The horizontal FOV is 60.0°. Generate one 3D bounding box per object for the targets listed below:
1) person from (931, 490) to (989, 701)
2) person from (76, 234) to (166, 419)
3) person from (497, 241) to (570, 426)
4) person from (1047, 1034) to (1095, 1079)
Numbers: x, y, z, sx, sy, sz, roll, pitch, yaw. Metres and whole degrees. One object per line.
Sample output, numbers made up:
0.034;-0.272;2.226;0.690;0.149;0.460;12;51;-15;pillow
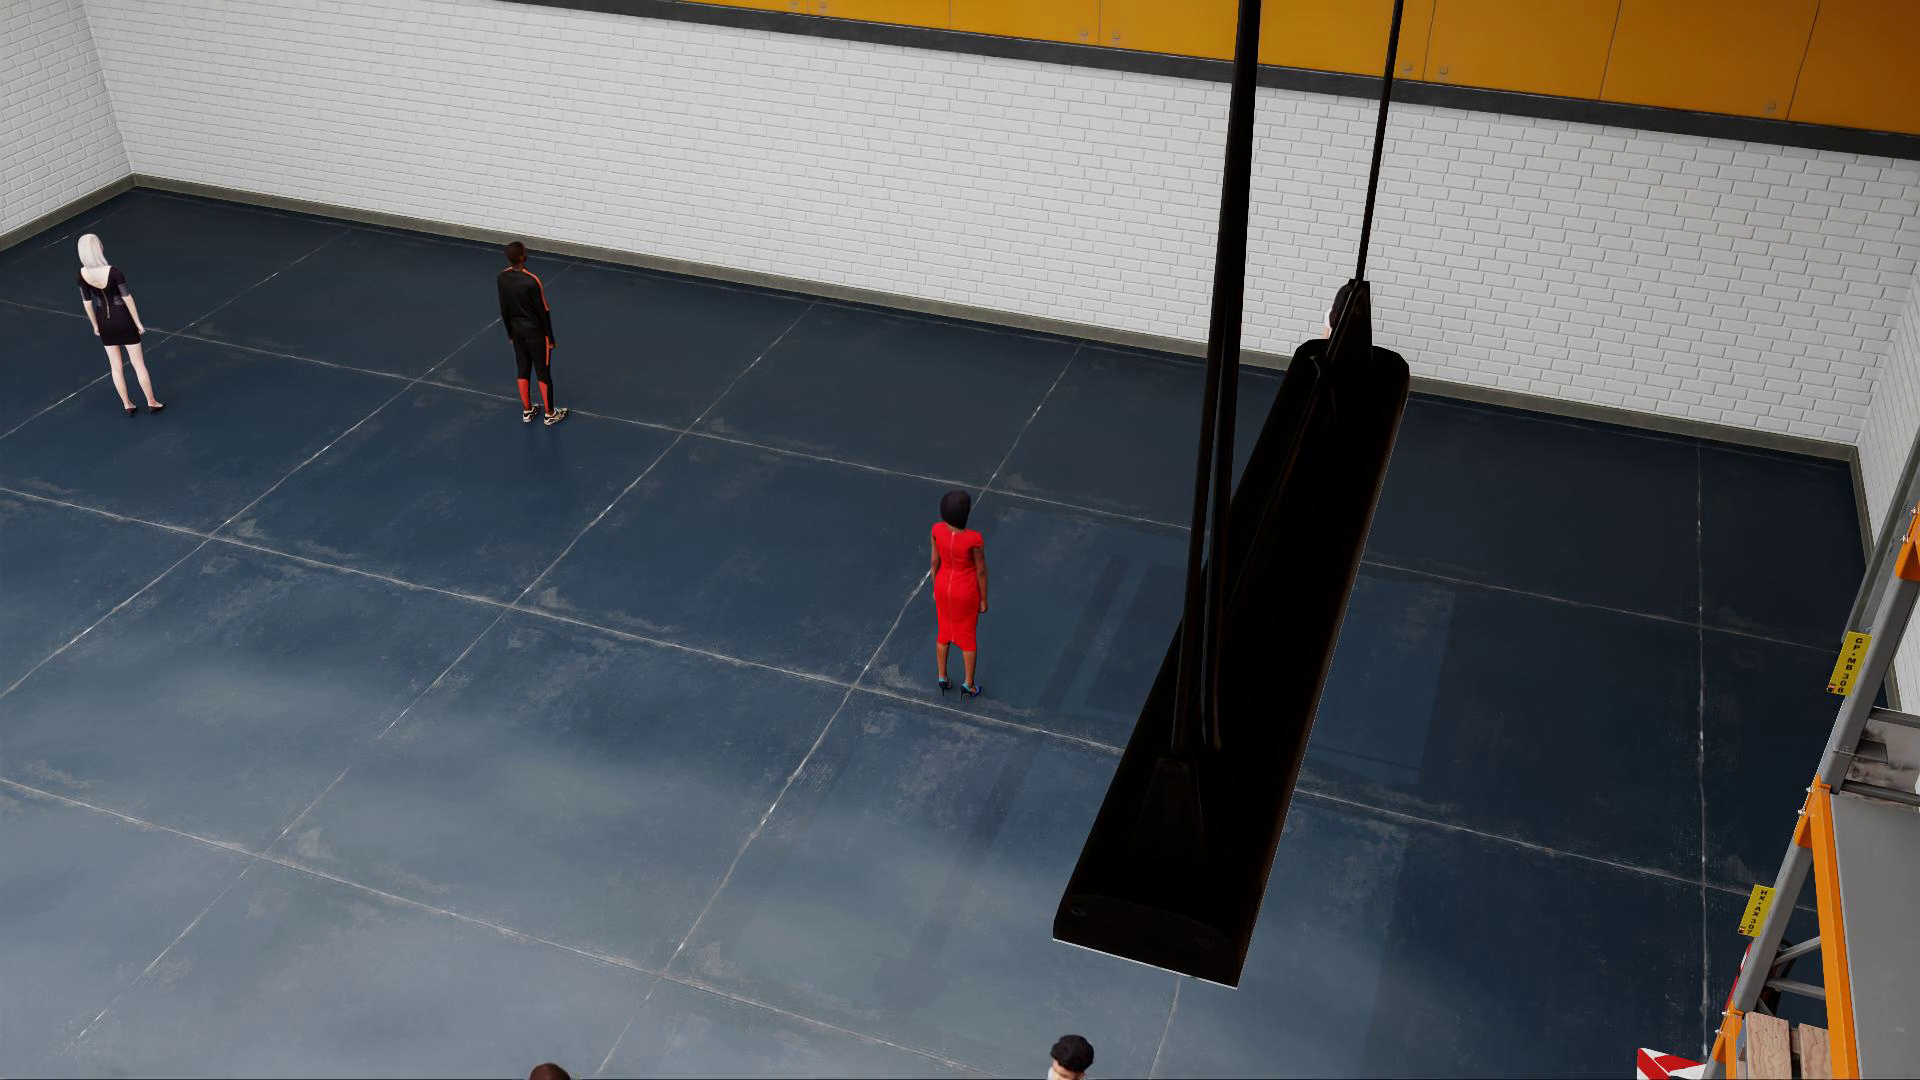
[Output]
-0.022;0.398;12.003;0.588;1.743;0.521;14;36;21;person
-7.882;-2.000;15.533;0.660;1.830;0.649;-3;34;-5;person
-4.007;-1.929;15.446;0.630;1.808;0.522;10;35;15;person
0.588;2.988;8.553;0.818;1.249;0.679;-27;42;-34;person
